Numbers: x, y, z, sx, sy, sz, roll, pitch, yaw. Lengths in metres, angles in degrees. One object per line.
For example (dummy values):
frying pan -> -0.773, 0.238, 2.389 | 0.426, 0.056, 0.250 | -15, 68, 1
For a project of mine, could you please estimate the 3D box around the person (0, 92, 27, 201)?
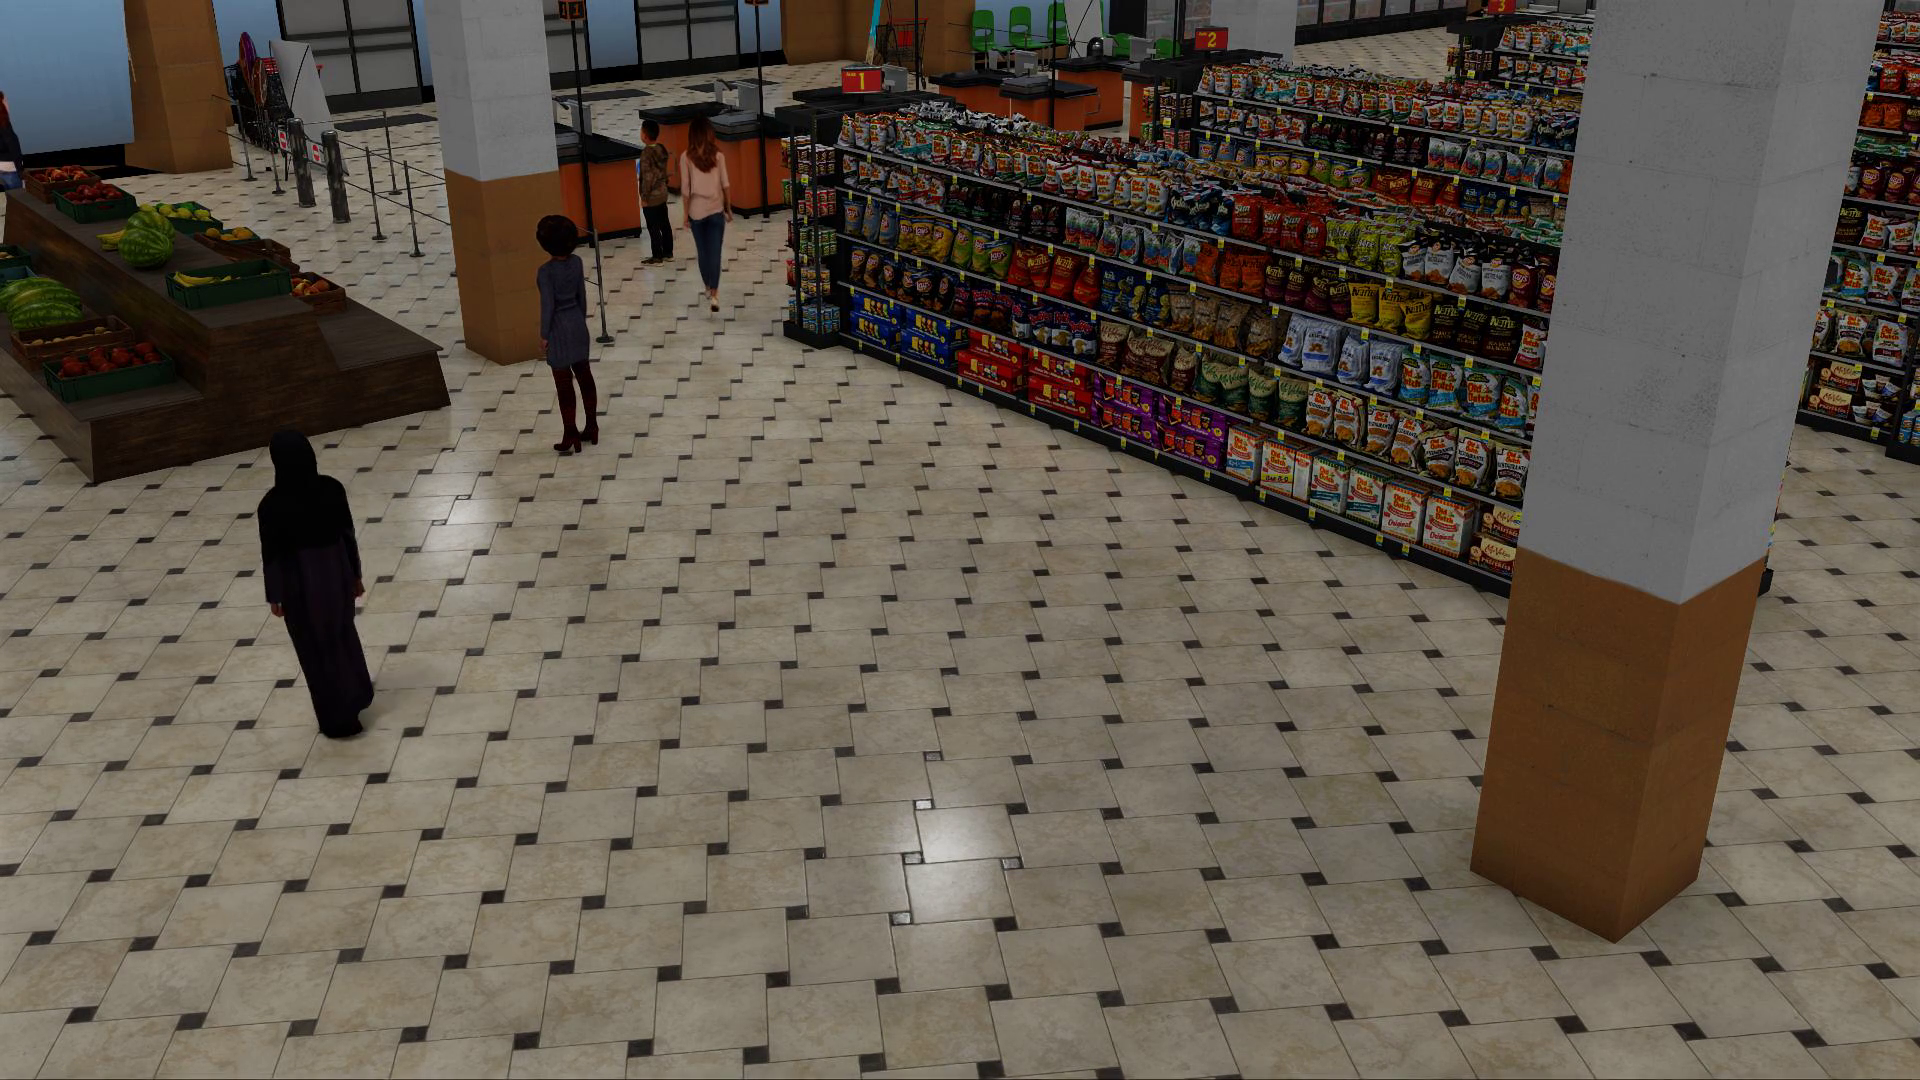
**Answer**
person -> -9.502, -3.610, 16.689 | 0.481, 1.787, 0.656 | 21, 31, 39

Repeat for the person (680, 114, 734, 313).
person -> -2.315, -2.946, 15.218 | 1.027, 1.750, 1.223 | -2, 24, -5

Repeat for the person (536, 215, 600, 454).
person -> -2.813, -1.475, 11.906 | 0.607, 1.710, 0.636 | 15, 28, 30

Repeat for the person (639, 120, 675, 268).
person -> -3.103, -3.533, 16.926 | 0.699, 1.455, 0.670 | 10, 25, 21

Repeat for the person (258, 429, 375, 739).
person -> -3.121, 0.233, 8.129 | 0.635, 1.609, 0.749 | -21, 31, -39
